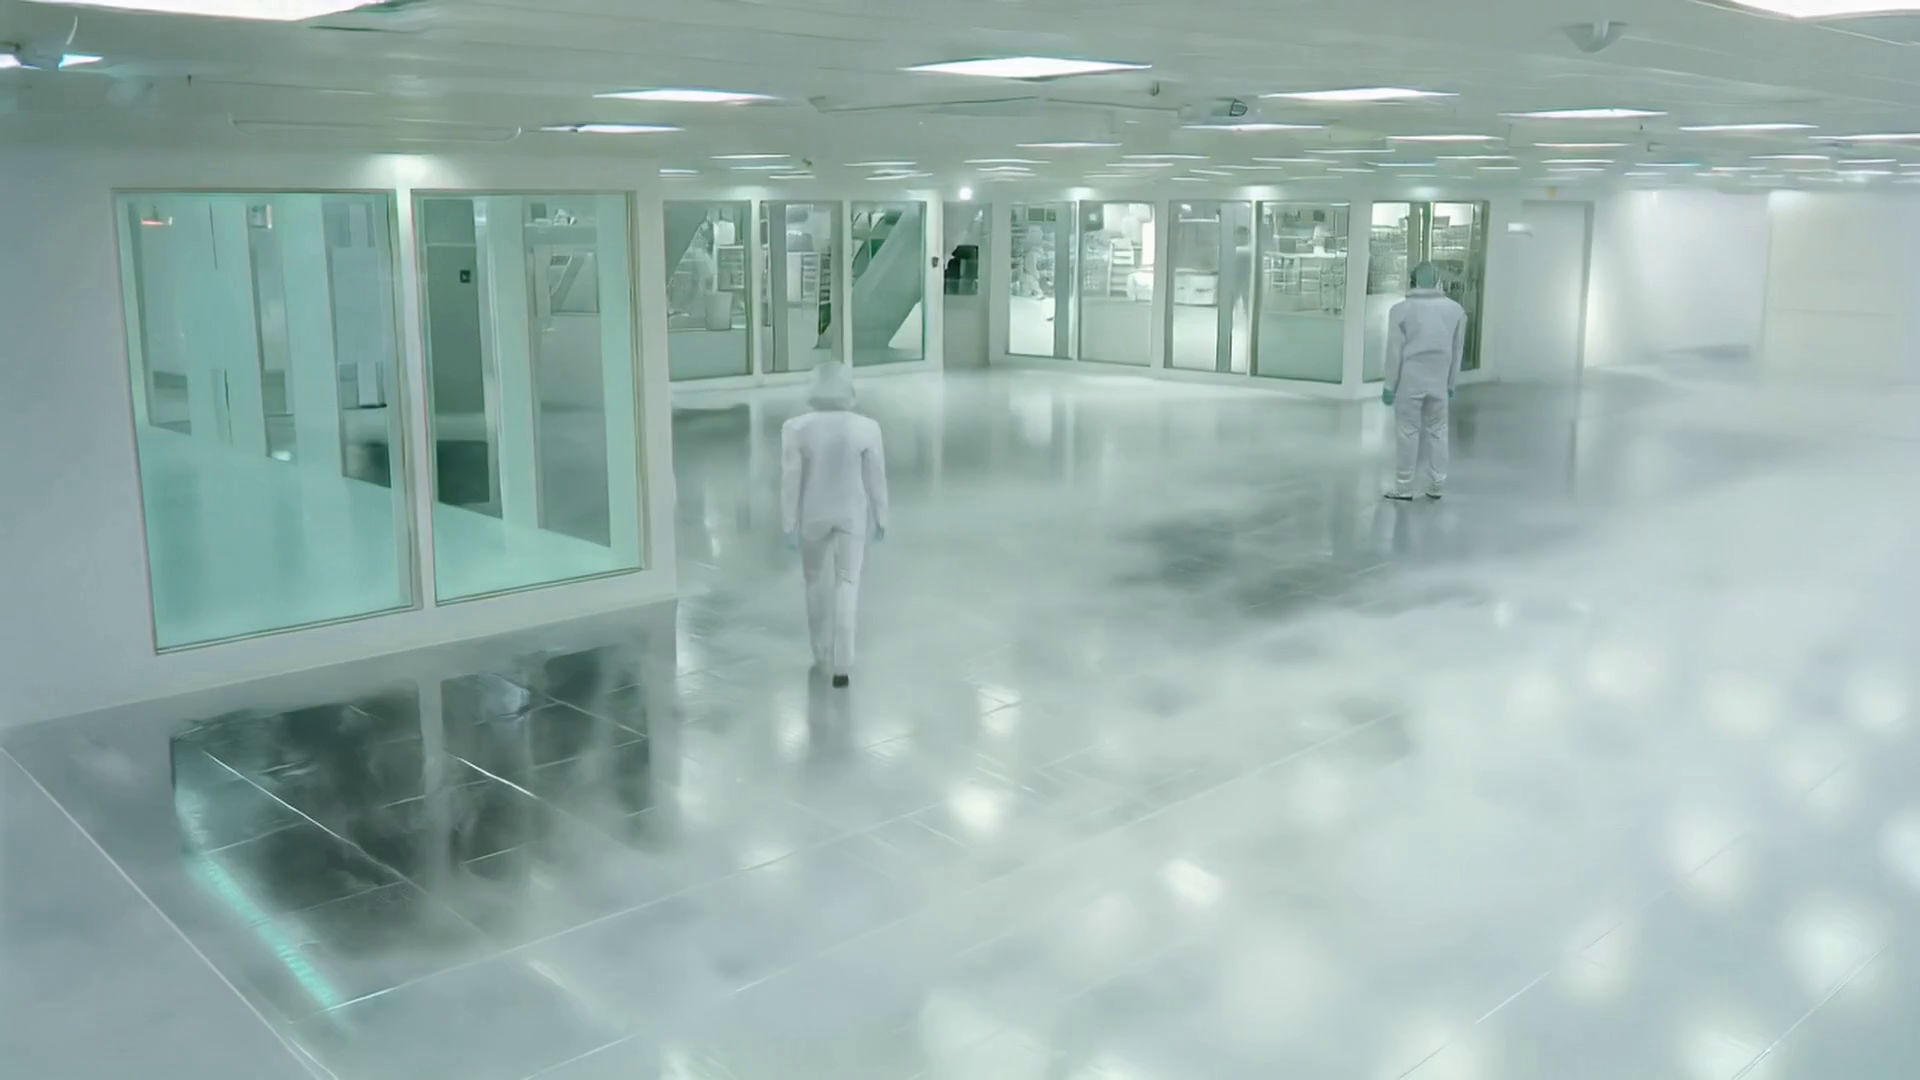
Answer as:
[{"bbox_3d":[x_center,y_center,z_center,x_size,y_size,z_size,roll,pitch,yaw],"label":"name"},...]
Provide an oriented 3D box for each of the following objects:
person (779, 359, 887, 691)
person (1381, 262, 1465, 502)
[{"bbox_3d":[-0.623,-0.099,8.246,0.527,1.582,0.854,-1,11,-6],"label":"person"},{"bbox_3d":[3.651,-1.247,13.228,0.639,1.904,0.402,-2,11,-10],"label":"person"}]
